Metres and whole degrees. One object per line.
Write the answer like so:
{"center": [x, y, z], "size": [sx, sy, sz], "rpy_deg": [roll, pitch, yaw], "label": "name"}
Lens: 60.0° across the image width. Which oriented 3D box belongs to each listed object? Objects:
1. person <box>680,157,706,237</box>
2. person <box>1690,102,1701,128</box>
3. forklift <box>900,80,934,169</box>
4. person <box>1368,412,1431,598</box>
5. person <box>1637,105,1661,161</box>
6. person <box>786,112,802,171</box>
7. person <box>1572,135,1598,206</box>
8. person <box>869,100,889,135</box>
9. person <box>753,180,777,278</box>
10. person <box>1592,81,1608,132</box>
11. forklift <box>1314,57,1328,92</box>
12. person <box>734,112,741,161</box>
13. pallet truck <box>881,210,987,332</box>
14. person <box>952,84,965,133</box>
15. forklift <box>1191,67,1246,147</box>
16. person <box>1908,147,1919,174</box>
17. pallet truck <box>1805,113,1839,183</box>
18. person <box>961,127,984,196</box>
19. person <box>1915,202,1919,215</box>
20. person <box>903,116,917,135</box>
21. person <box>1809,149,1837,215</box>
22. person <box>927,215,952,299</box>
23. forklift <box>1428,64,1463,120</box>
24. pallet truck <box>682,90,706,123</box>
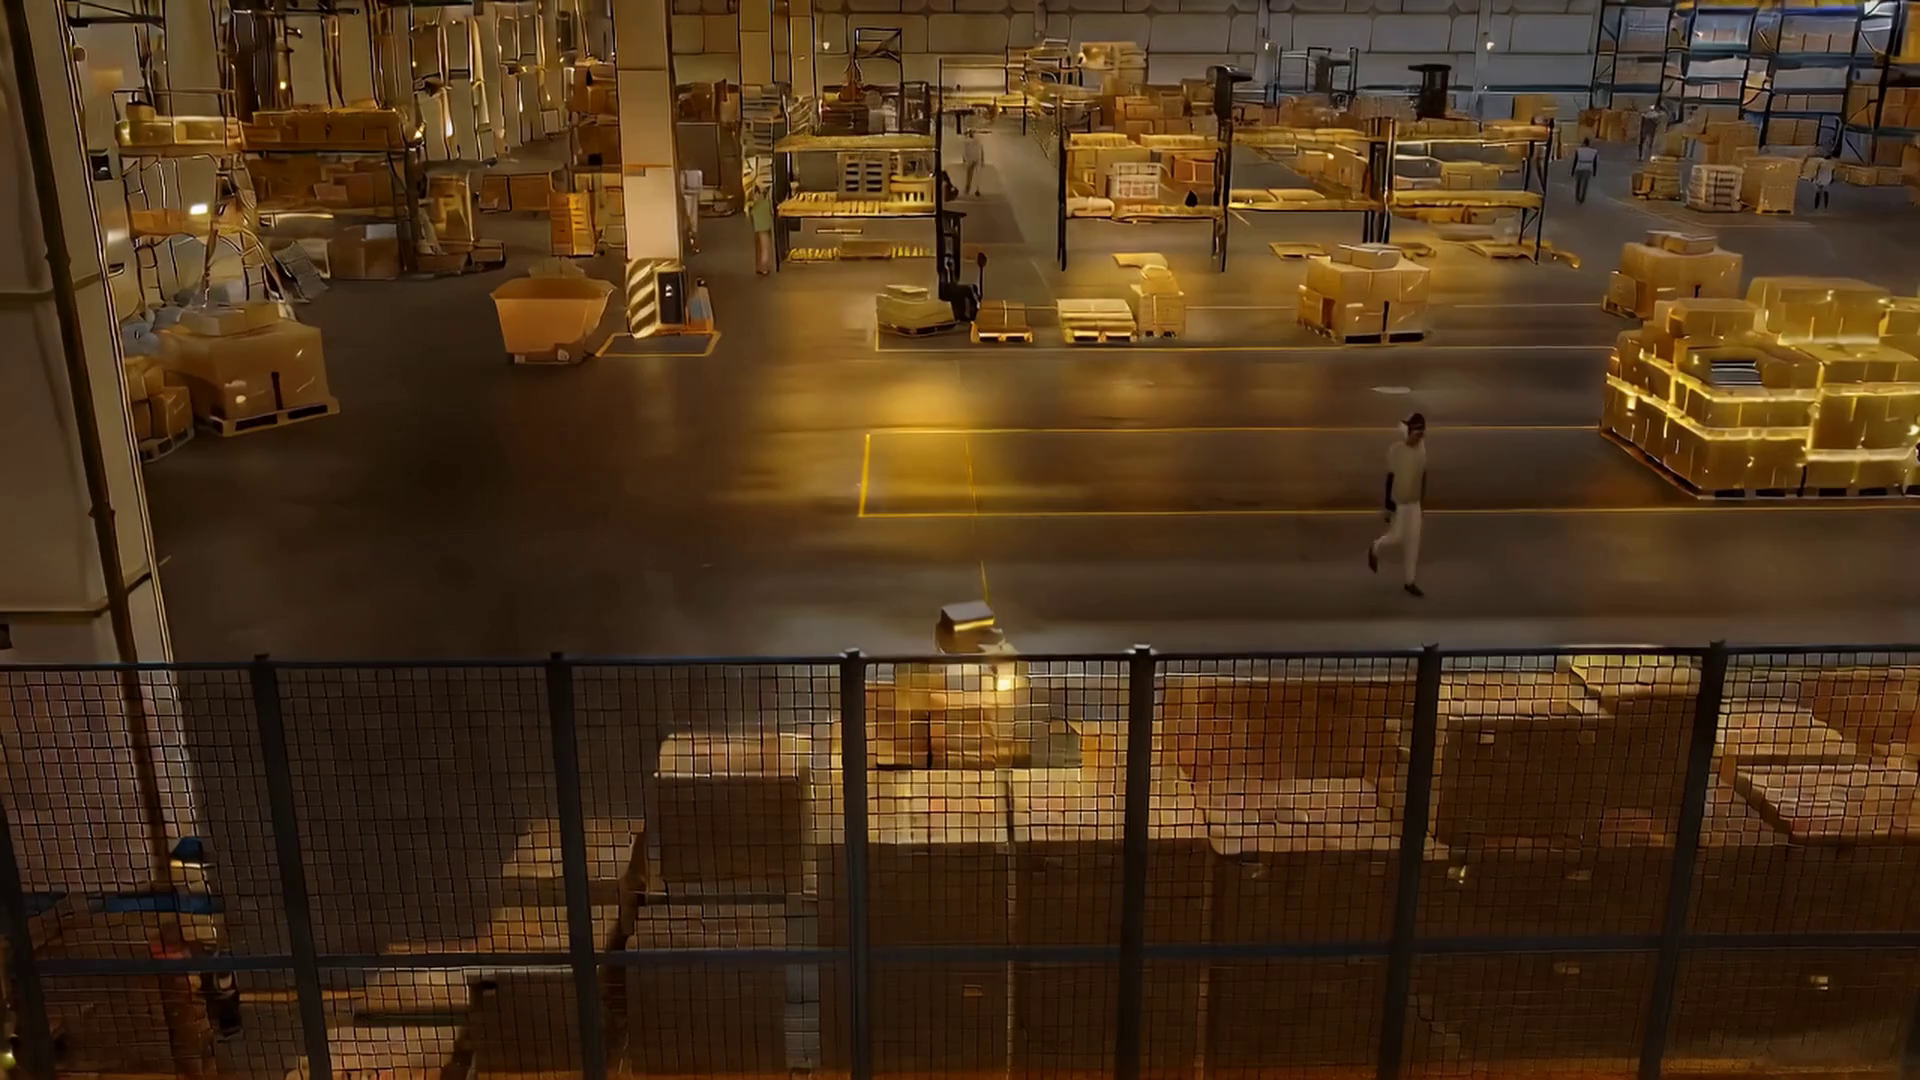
{"center": [-6.355, -8.165, 39.663], "size": [0.580, 1.865, 0.589], "rpy_deg": [-12, 22, -32], "label": "person"}
{"center": [27.051, -15.311, 61.273], "size": [0.855, 1.592, 0.533], "rpy_deg": [2, 19, 7], "label": "person"}
{"center": [-1.439, -13.389, 53.591], "size": [1.129, 2.768, 1.873], "rpy_deg": [-2, 19, -6], "label": "forklift"}
{"center": [4.429, -0.404, 16.665], "size": [0.523, 1.852, 0.782], "rpy_deg": [-6, 19, -16], "label": "person"}
{"center": [23.103, -13.633, 55.823], "size": [0.643, 1.916, 0.903], "rpy_deg": [1, 19, 4], "label": "person"}
{"center": [-5.370, -12.793, 53.423], "size": [0.506, 1.843, 0.351], "rpy_deg": [8, 20, 21], "label": "person"}
{"center": [17.018, -10.058, 45.281], "size": [0.618, 1.863, 1.026], "rpy_deg": [8, 20, 23], "label": "person"}
{"center": [-2.803, -14.295, 57.788], "size": [0.650, 1.892, 0.977], "rpy_deg": [-3, 19, -9], "label": "person"}
{"center": [-4.041, -6.392, 34.204], "size": [0.392, 1.991, 0.612], "rpy_deg": [-10, 21, -28], "label": "person"}
{"center": [25.801, -17.474, 67.073], "size": [0.622, 1.993, 0.382], "rpy_deg": [11, 22, 30], "label": "person"}
{"center": [14.838, -18.461, 68.638], "size": [1.873, 2.768, 1.129], "rpy_deg": [0, 19, -1], "label": "forklift"}
{"center": [-7.485, -13.664, 56.341], "size": [0.373, 1.623, 0.510], "rpy_deg": [1, 19, 3], "label": "person"}
{"center": [-0.493, -4.759, 29.349], "size": [1.885, 1.965, 0.823], "rpy_deg": [-13, 23, -34], "label": "pallet truck"}
{"center": [-0.037, -17.245, 66.482], "size": [0.552, 1.936, 0.358], "rpy_deg": [-12, 22, -31], "label": "person"}
{"center": [9.517, -15.894, 61.023], "size": [1.873, 2.768, 1.129], "rpy_deg": [-1, 19, -1], "label": "forklift"}
{"center": [30.517, -12.509, 52.486], "size": [1.024, 1.913, 0.623], "rpy_deg": [-3, 19, -8], "label": "person"}
{"center": [26.403, -11.957, 50.702], "size": [0.823, 1.965, 1.885], "rpy_deg": [6, 19, 16], "label": "pallet truck"}
{"center": [0.356, -10.776, 47.312], "size": [0.640, 1.921, 0.577], "rpy_deg": [-2, 19, -5], "label": "person"}
{"center": [25.337, -9.411, 43.334], "size": [0.438, 1.884, 0.710], "rpy_deg": [15, 24, 37], "label": "person"}
{"center": [-1.605, -12.778, 53.546], "size": [0.480, 1.733, 0.339], "rpy_deg": [-9, 21, -24], "label": "person"}
{"center": [22.519, -9.331, 43.373], "size": [0.534, 1.700, 0.318], "rpy_deg": [-1, 19, -3], "label": "person"}
{"center": [-0.285, -5.094, 30.605], "size": [0.583, 1.827, 0.647], "rpy_deg": [-10, 21, -28], "label": "person"}
{"center": [18.201, -16.727, 63.493], "size": [1.873, 2.768, 1.129], "rpy_deg": [-6, 20, -17], "label": "forklift"}
{"center": [-9.671, -15.907, 62.421], "size": [0.823, 1.965, 1.885], "rpy_deg": [5, 19, 15], "label": "pallet truck"}
